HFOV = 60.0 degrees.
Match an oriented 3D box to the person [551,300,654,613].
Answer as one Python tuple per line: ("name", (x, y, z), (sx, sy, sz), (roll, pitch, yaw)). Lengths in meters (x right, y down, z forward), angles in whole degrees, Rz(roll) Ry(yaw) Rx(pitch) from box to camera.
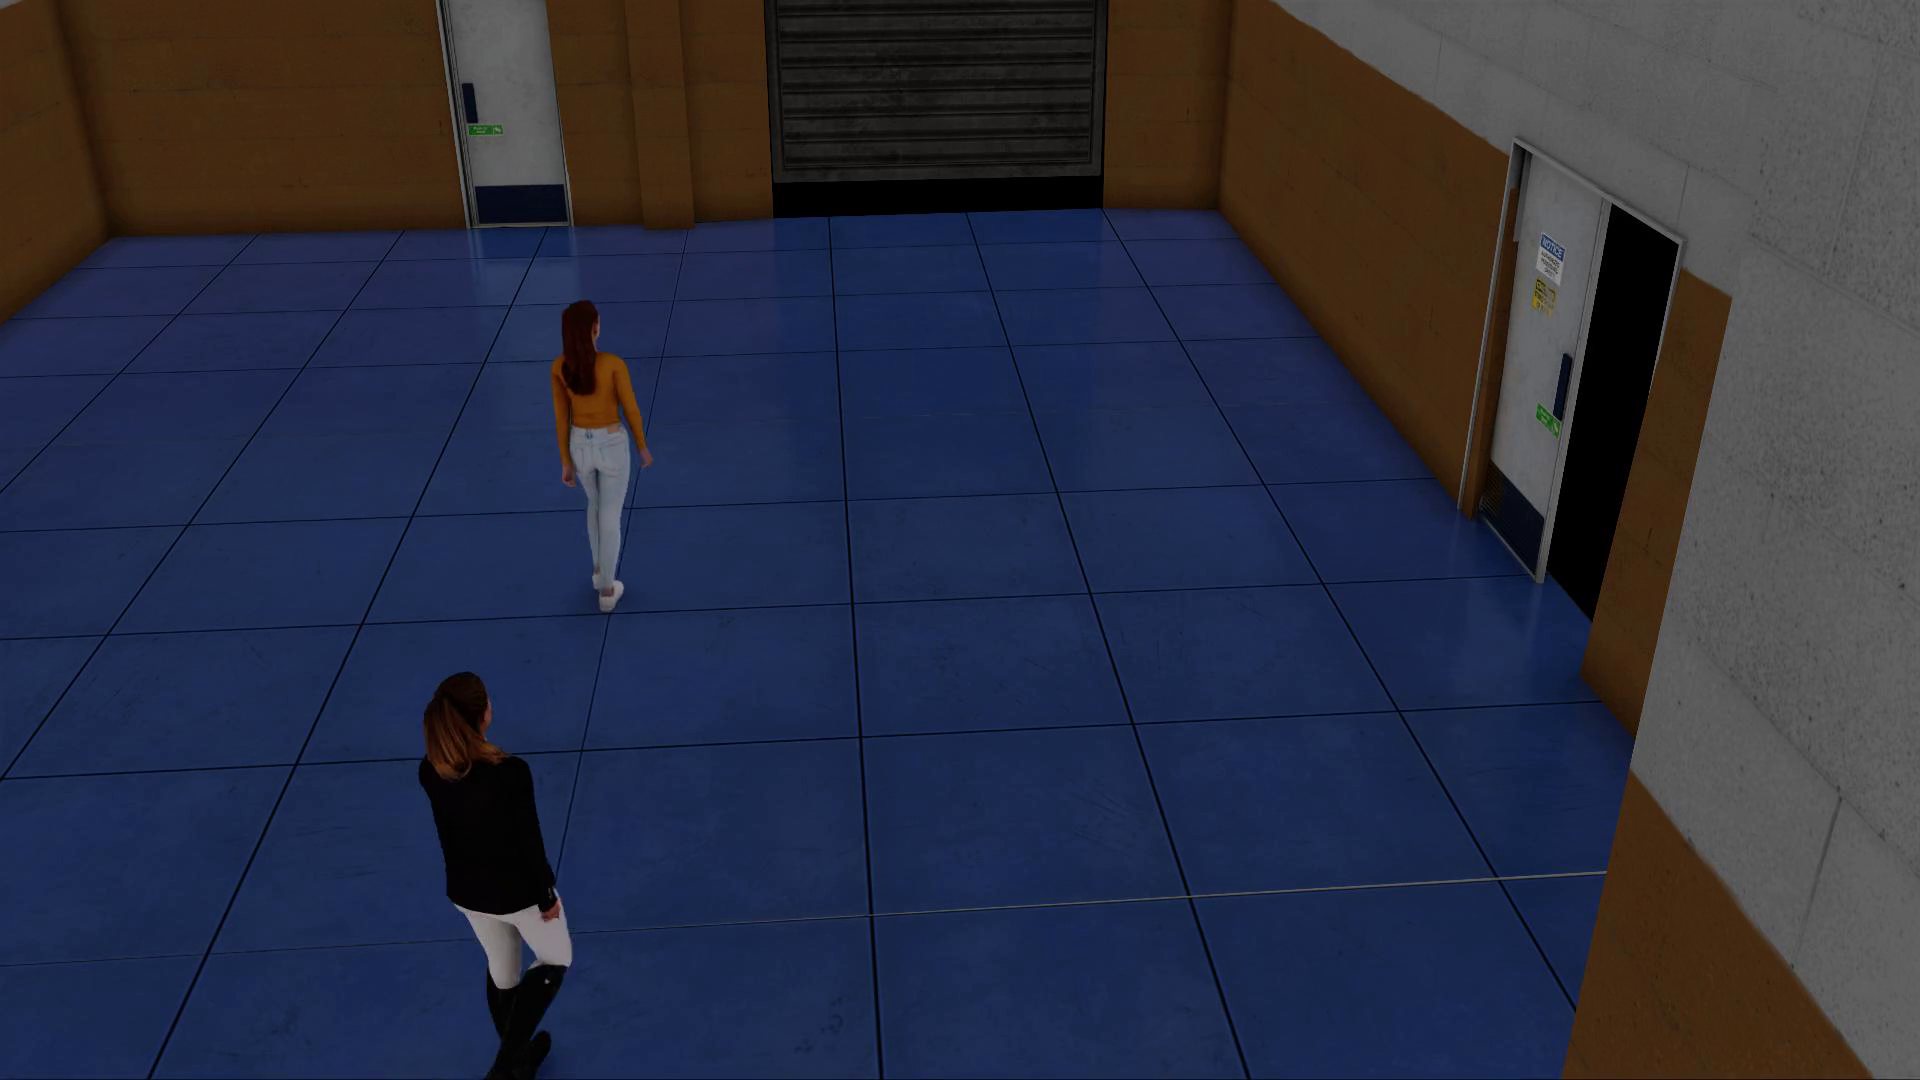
("person", (-1.924, -0.400, 8.794), (0.623, 1.737, 0.710), (3, 27, 7))

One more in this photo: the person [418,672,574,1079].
("person", (-1.572, 1.244, 5.556), (0.778, 1.716, 0.786), (8, 28, 16))
